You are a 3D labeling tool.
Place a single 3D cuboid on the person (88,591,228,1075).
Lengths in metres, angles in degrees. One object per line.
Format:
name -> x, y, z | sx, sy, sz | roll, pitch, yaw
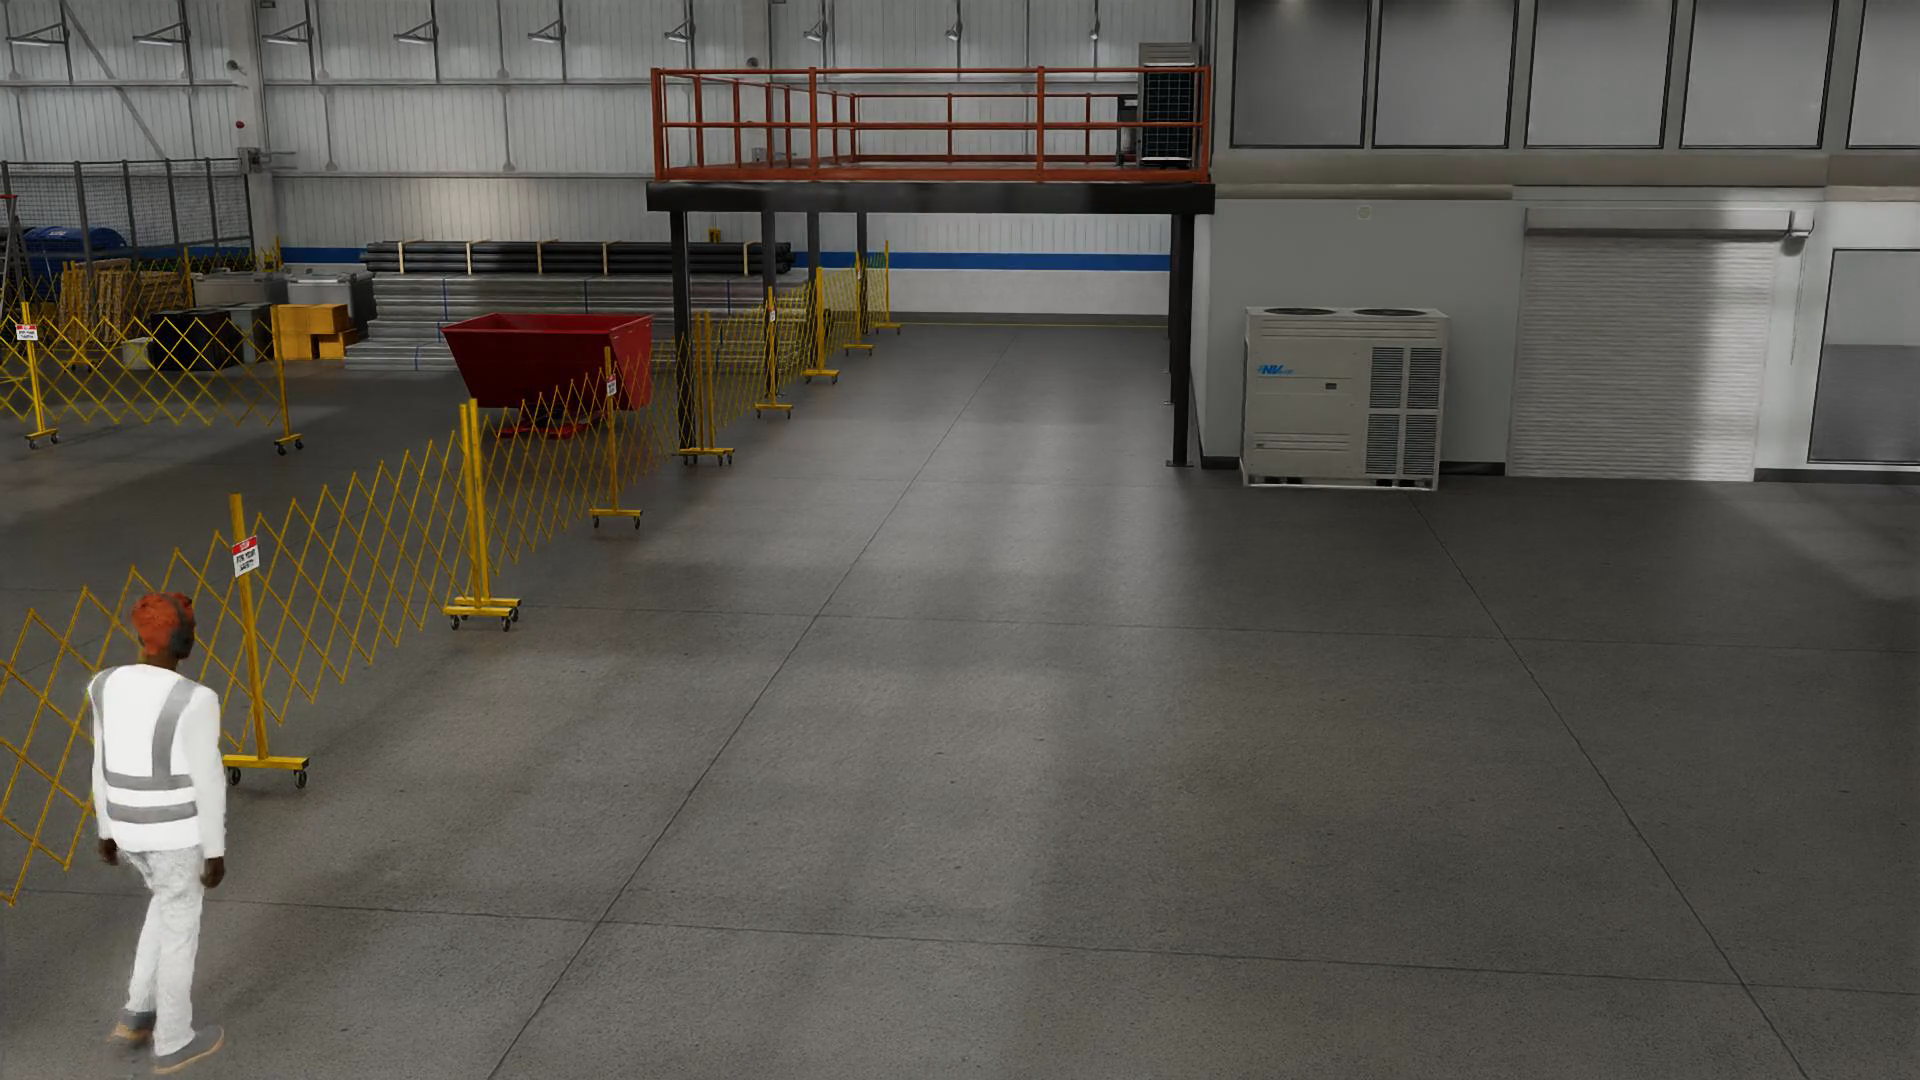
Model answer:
person -> -3.047, 1.118, 6.375 | 0.590, 1.859, 0.458 | 5, 15, 20
